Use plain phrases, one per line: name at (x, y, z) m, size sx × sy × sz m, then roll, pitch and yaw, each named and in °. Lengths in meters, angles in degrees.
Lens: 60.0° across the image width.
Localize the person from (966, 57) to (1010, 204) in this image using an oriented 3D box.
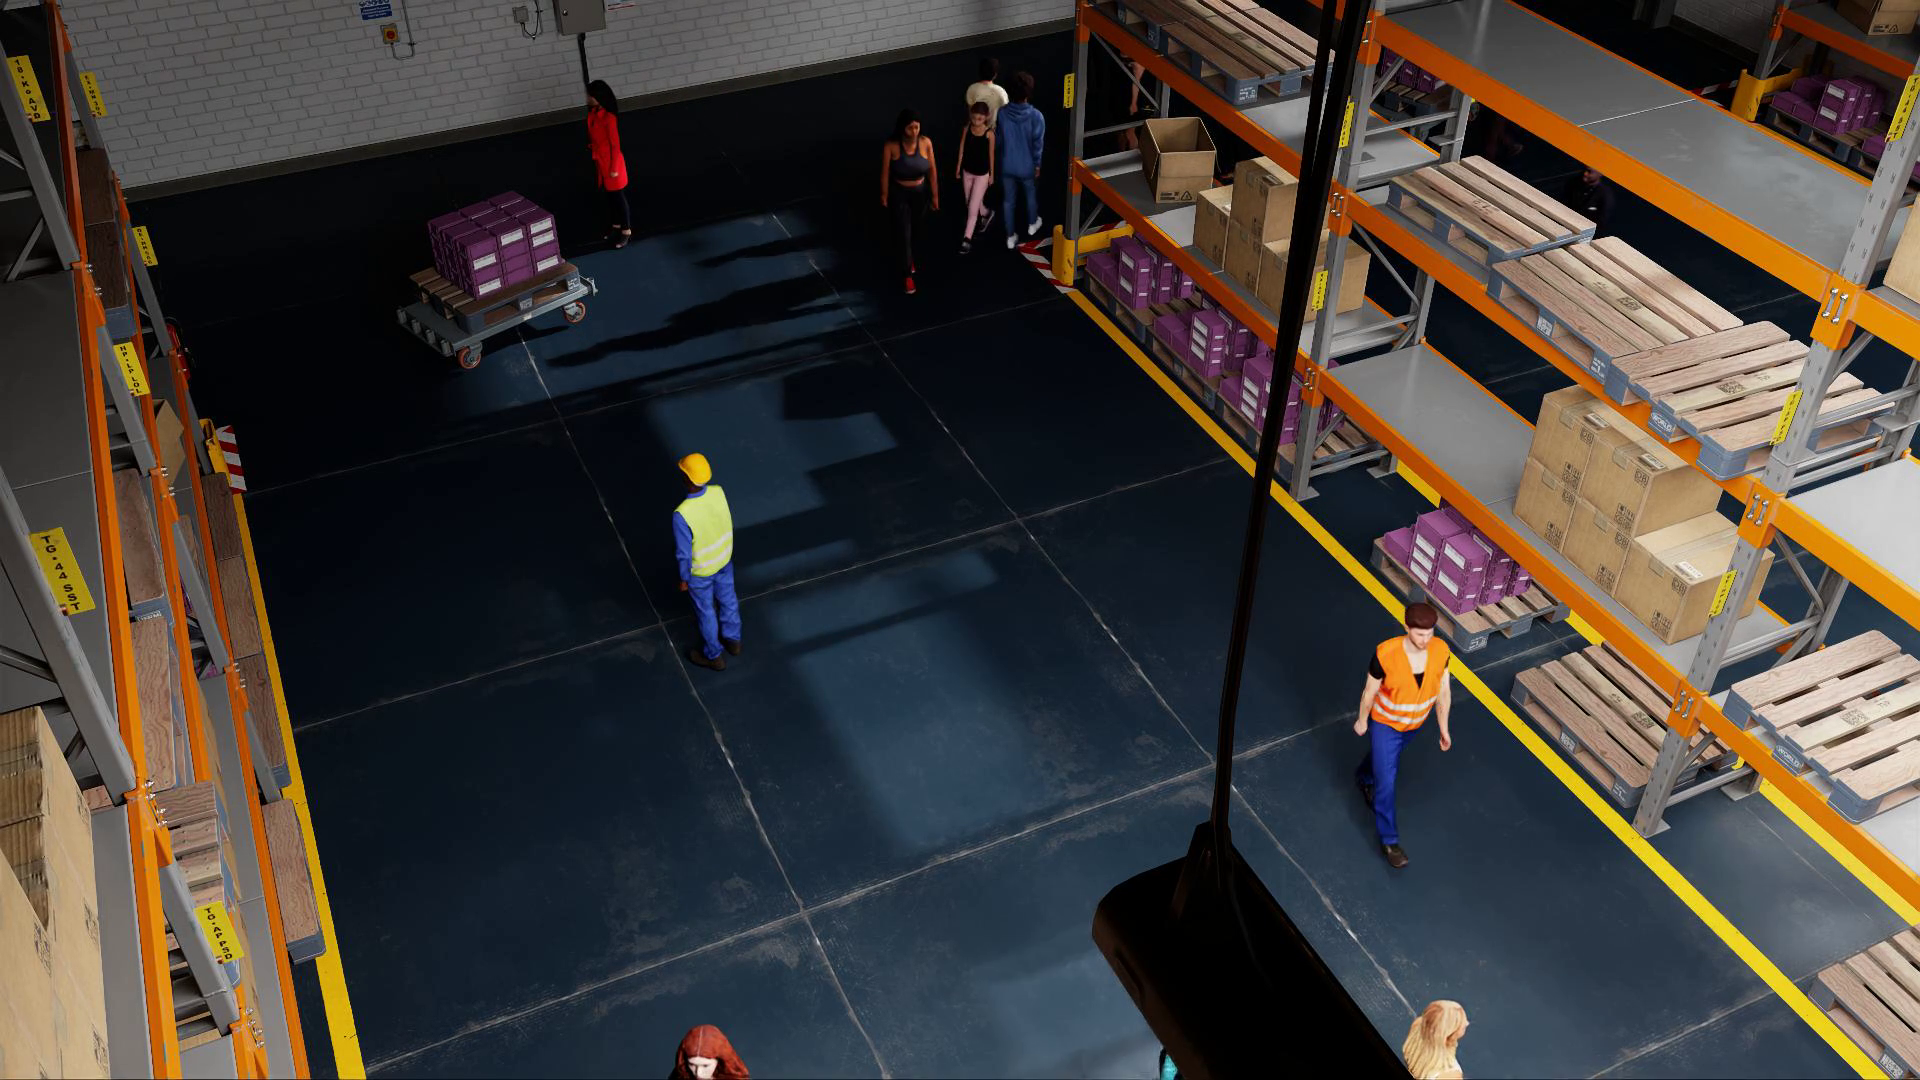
person at (0.266, -4.184, 17.284) m, size 1.011 × 1.545 × 1.053 m, roll 12°, pitch 40°, yaw 14°

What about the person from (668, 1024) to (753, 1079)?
person at (-1.183, 2.958, 8.148) m, size 0.642 × 1.787 × 0.643 m, roll -2°, pitch 39°, yaw -2°

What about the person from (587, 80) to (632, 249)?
person at (-3.499, -3.759, 16.587) m, size 0.721 × 1.751 × 0.608 m, roll -24°, pitch 45°, yaw -27°

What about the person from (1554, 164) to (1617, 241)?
person at (5.621, -2.668, 15.168) m, size 0.772 × 1.817 × 0.561 m, roll -21°, pitch 43°, yaw -24°

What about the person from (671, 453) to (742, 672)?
person at (-1.779, 0.145, 11.648) m, size 0.742 × 1.813 × 0.751 m, roll 26°, pitch 45°, yaw 29°

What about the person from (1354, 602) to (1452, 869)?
person at (2.727, 1.056, 10.480) m, size 0.791 × 1.848 × 1.162 m, roll -10°, pitch 40°, yaw -12°

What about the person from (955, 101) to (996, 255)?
person at (0.188, -3.686, 16.665) m, size 0.980 × 1.538 × 0.960 m, roll 21°, pitch 43°, yaw 24°

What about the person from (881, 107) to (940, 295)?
person at (-0.520, -3.359, 16.064) m, size 0.804 × 1.778 × 1.128 m, roll -10°, pitch 40°, yaw -12°

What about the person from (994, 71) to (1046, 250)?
person at (0.567, -3.721, 16.508) m, size 0.949 × 1.789 × 1.018 m, roll 10°, pitch 40°, yaw 12°

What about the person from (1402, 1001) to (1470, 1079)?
person at (2.255, 2.869, 8.246) m, size 0.748 × 1.803 × 0.611 m, roll -5°, pitch 39°, yaw -6°

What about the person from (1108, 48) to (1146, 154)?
person at (1.784, -4.710, 17.809) m, size 0.693 × 1.711 × 0.530 m, roll -15°, pitch 41°, yaw -18°
